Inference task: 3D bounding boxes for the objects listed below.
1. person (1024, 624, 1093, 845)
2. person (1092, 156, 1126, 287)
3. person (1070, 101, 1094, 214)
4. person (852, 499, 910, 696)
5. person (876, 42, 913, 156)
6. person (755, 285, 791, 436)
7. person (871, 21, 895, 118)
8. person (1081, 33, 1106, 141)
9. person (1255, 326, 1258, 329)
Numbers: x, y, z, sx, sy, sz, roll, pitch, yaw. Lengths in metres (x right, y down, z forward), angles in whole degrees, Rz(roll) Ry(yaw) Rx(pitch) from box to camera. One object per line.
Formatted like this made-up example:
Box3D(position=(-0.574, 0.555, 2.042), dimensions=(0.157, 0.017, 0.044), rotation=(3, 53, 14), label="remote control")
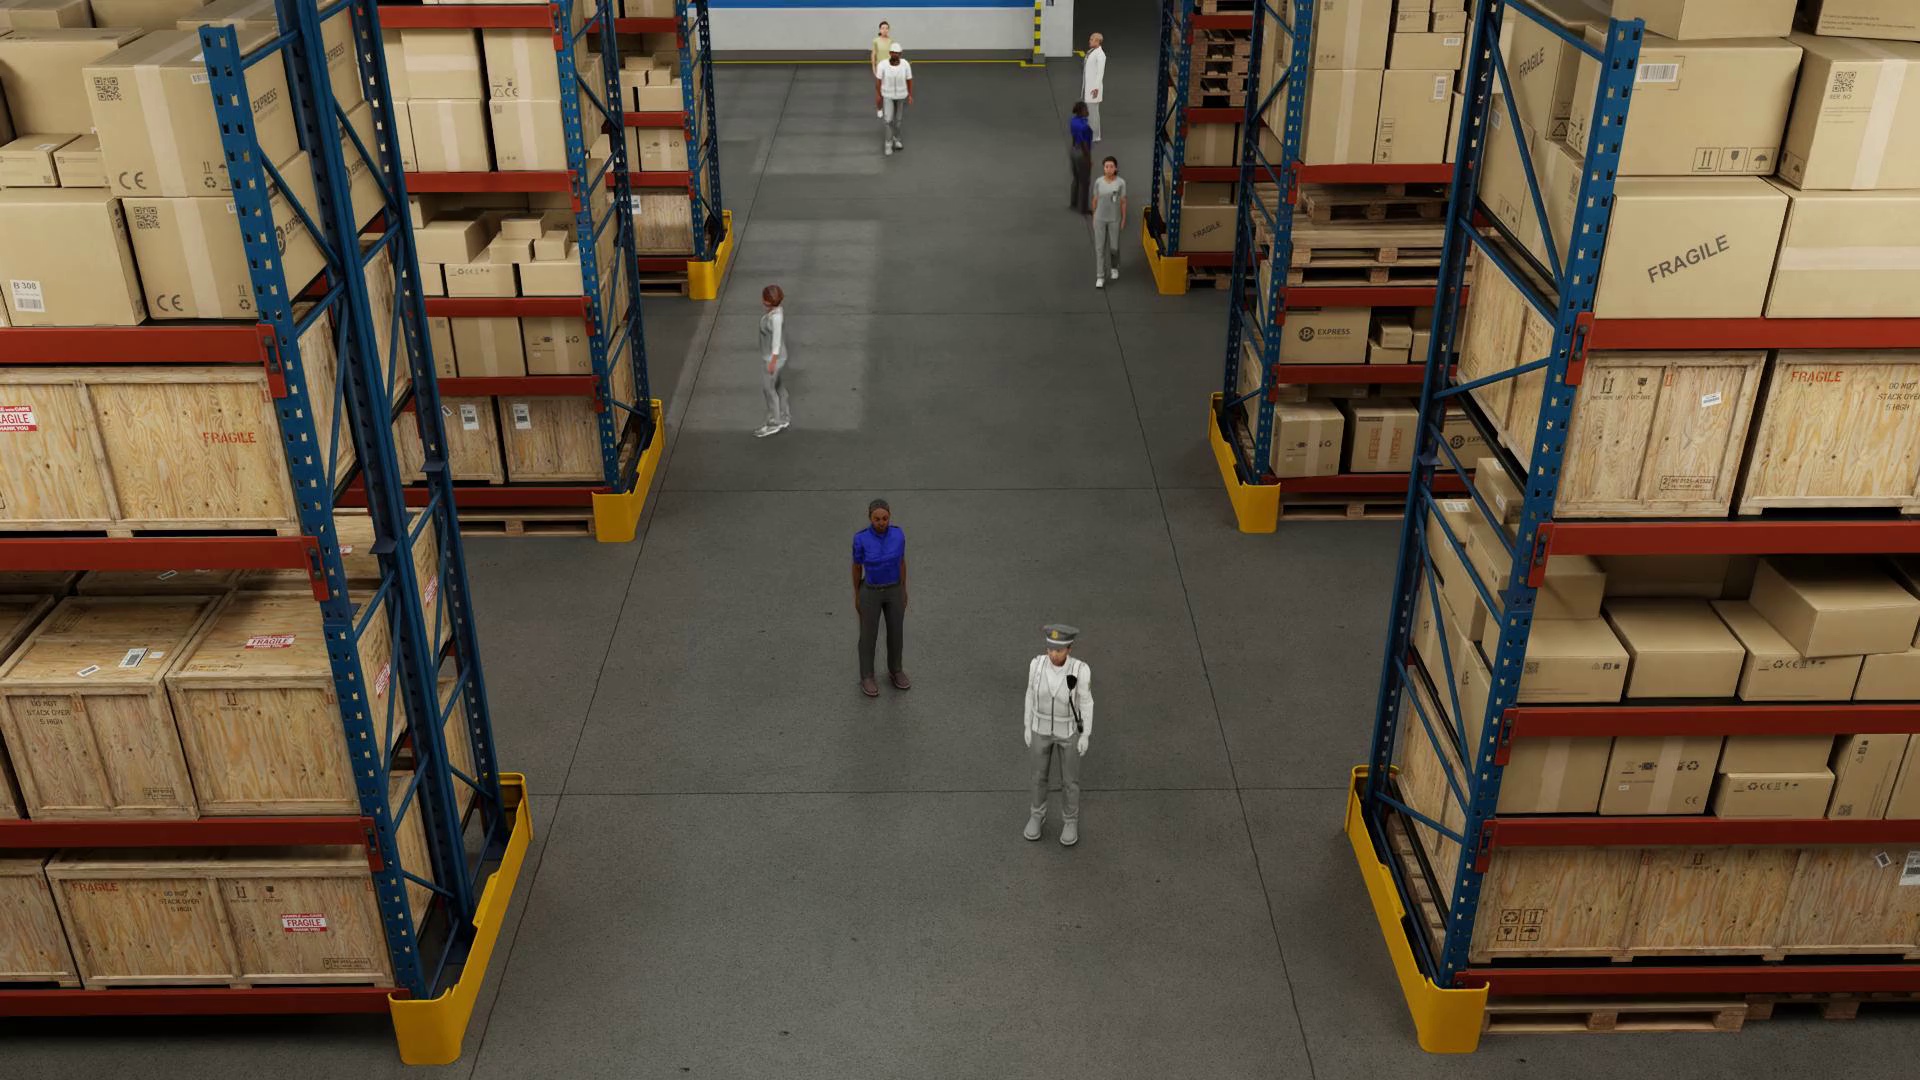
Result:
Box3D(position=(0.668, 1.326, 11.514), dimensions=(0.475, 1.691, 0.360), rotation=(7, 29, 13), label="person")
Box3D(position=(1.937, -4.177, 21.759), dimensions=(0.445, 1.665, 0.584), rotation=(6, 29, 10), label="person")
Box3D(position=(1.836, -5.644, 24.525), dimensions=(0.394, 1.669, 0.468), rotation=(-7, 29, -13), label="person")
Box3D(position=(-0.614, 0.440, 13.201), dimensions=(0.439, 1.659, 0.341), rotation=(-9, 30, -17), label="person")
Box3D(position=(-1.072, -7.316, 27.489), dimensions=(0.592, 1.768, 0.671), rotation=(-5, 29, -9), label="person")
Box3D(position=(-2.026, -1.924, 17.663), dimensions=(0.405, 1.615, 0.443), rotation=(-3, 28, -6), label="person")
Box3D(position=(-1.312, -8.297, 29.392), dimensions=(0.445, 1.673, 0.453), rotation=(-9, 30, -16), label="person")
Box3D(position=(2.212, -7.676, 28.169), dimensions=(0.397, 1.782, 0.548), rotation=(-6, 29, -12), label="person")
Box3D(position=(3.605, -2.651, 18.812), dimensions=(0.542, 1.750, 0.987), rotation=(-8, 29, -14), label="person")
